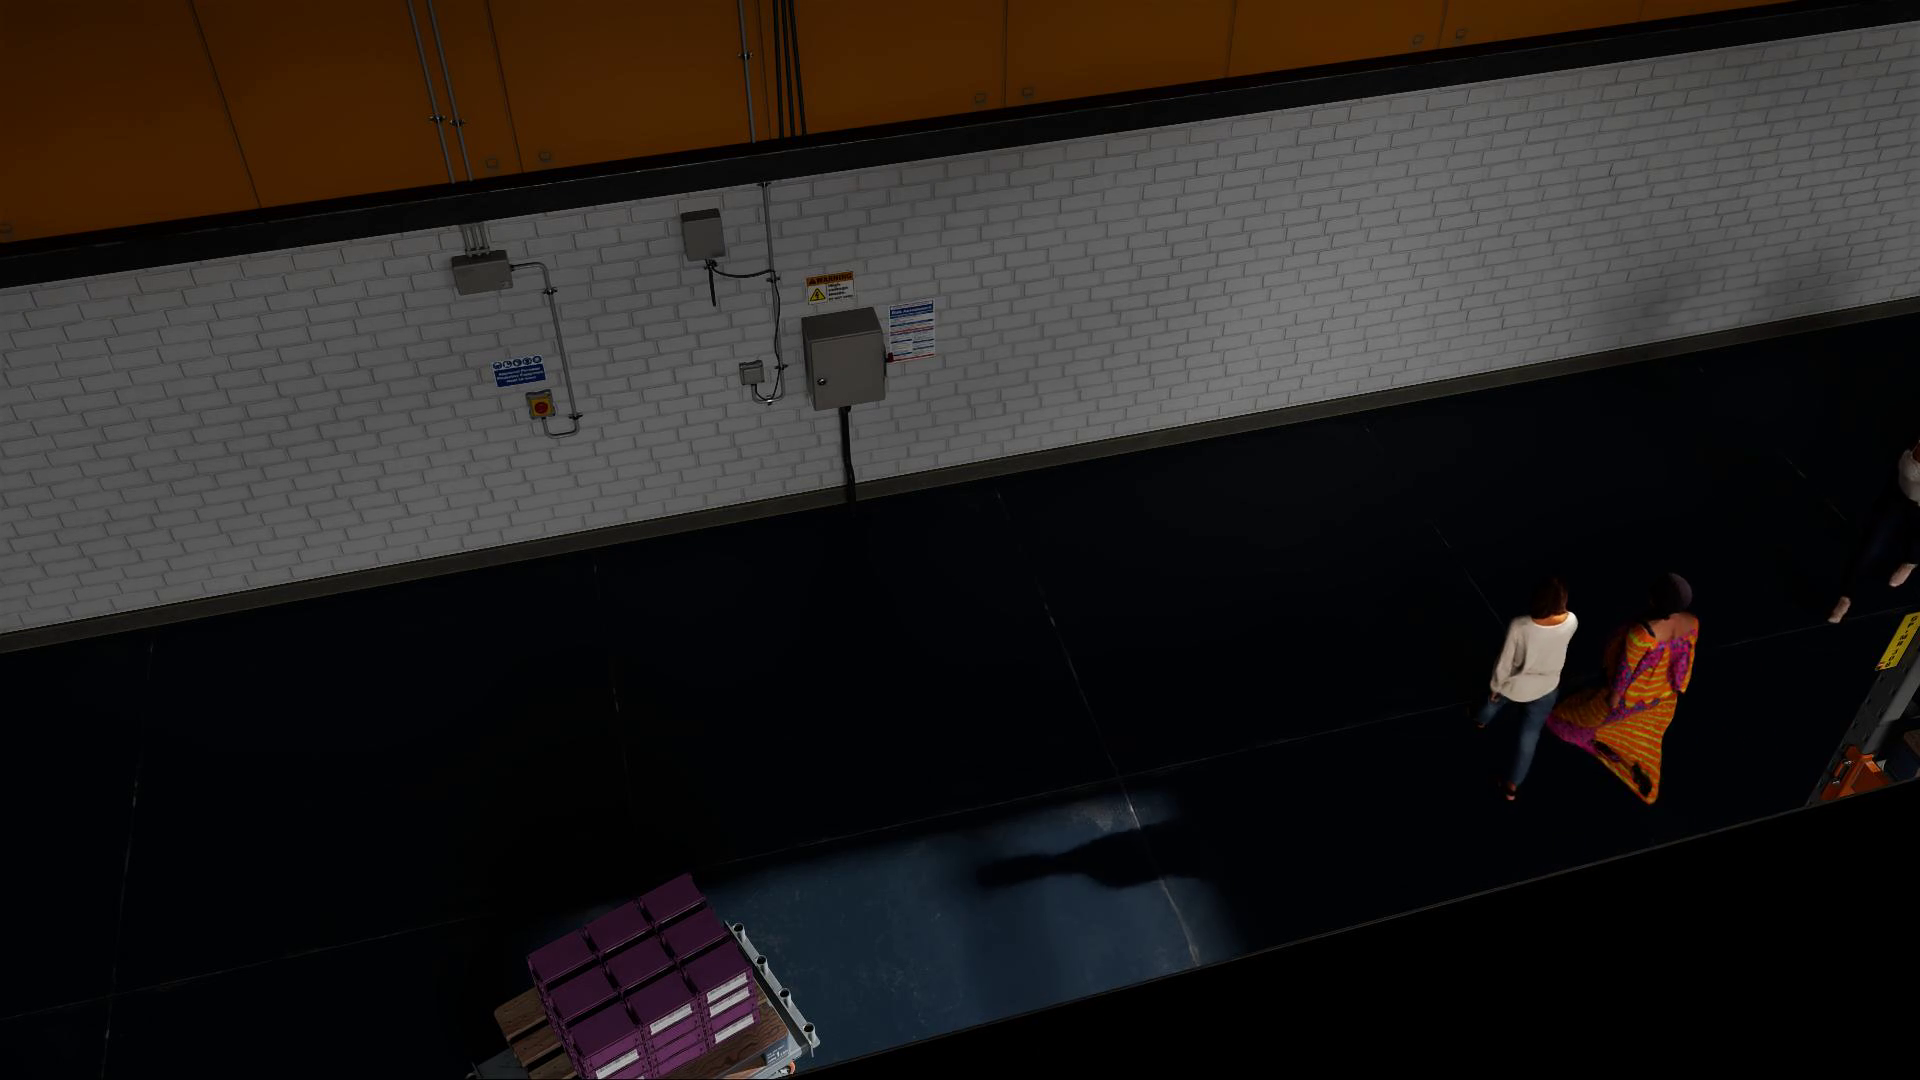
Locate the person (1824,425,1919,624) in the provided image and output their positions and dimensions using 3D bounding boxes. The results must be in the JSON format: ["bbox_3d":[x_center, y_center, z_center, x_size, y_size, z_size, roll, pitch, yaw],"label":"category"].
[{"bbox_3d":[6.379,-0.232,11.044,1.066,1.774,1.207,-33,53,-30],"label":"person"}]

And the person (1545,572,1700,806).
[{"bbox_3d":[4.106,0.863,9.983,0.686,1.653,1.152,-14,45,-14],"label":"person"}]

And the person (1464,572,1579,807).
[{"bbox_3d":[3.406,0.928,9.923,0.798,1.641,1.107,0,44,0],"label":"person"}]
